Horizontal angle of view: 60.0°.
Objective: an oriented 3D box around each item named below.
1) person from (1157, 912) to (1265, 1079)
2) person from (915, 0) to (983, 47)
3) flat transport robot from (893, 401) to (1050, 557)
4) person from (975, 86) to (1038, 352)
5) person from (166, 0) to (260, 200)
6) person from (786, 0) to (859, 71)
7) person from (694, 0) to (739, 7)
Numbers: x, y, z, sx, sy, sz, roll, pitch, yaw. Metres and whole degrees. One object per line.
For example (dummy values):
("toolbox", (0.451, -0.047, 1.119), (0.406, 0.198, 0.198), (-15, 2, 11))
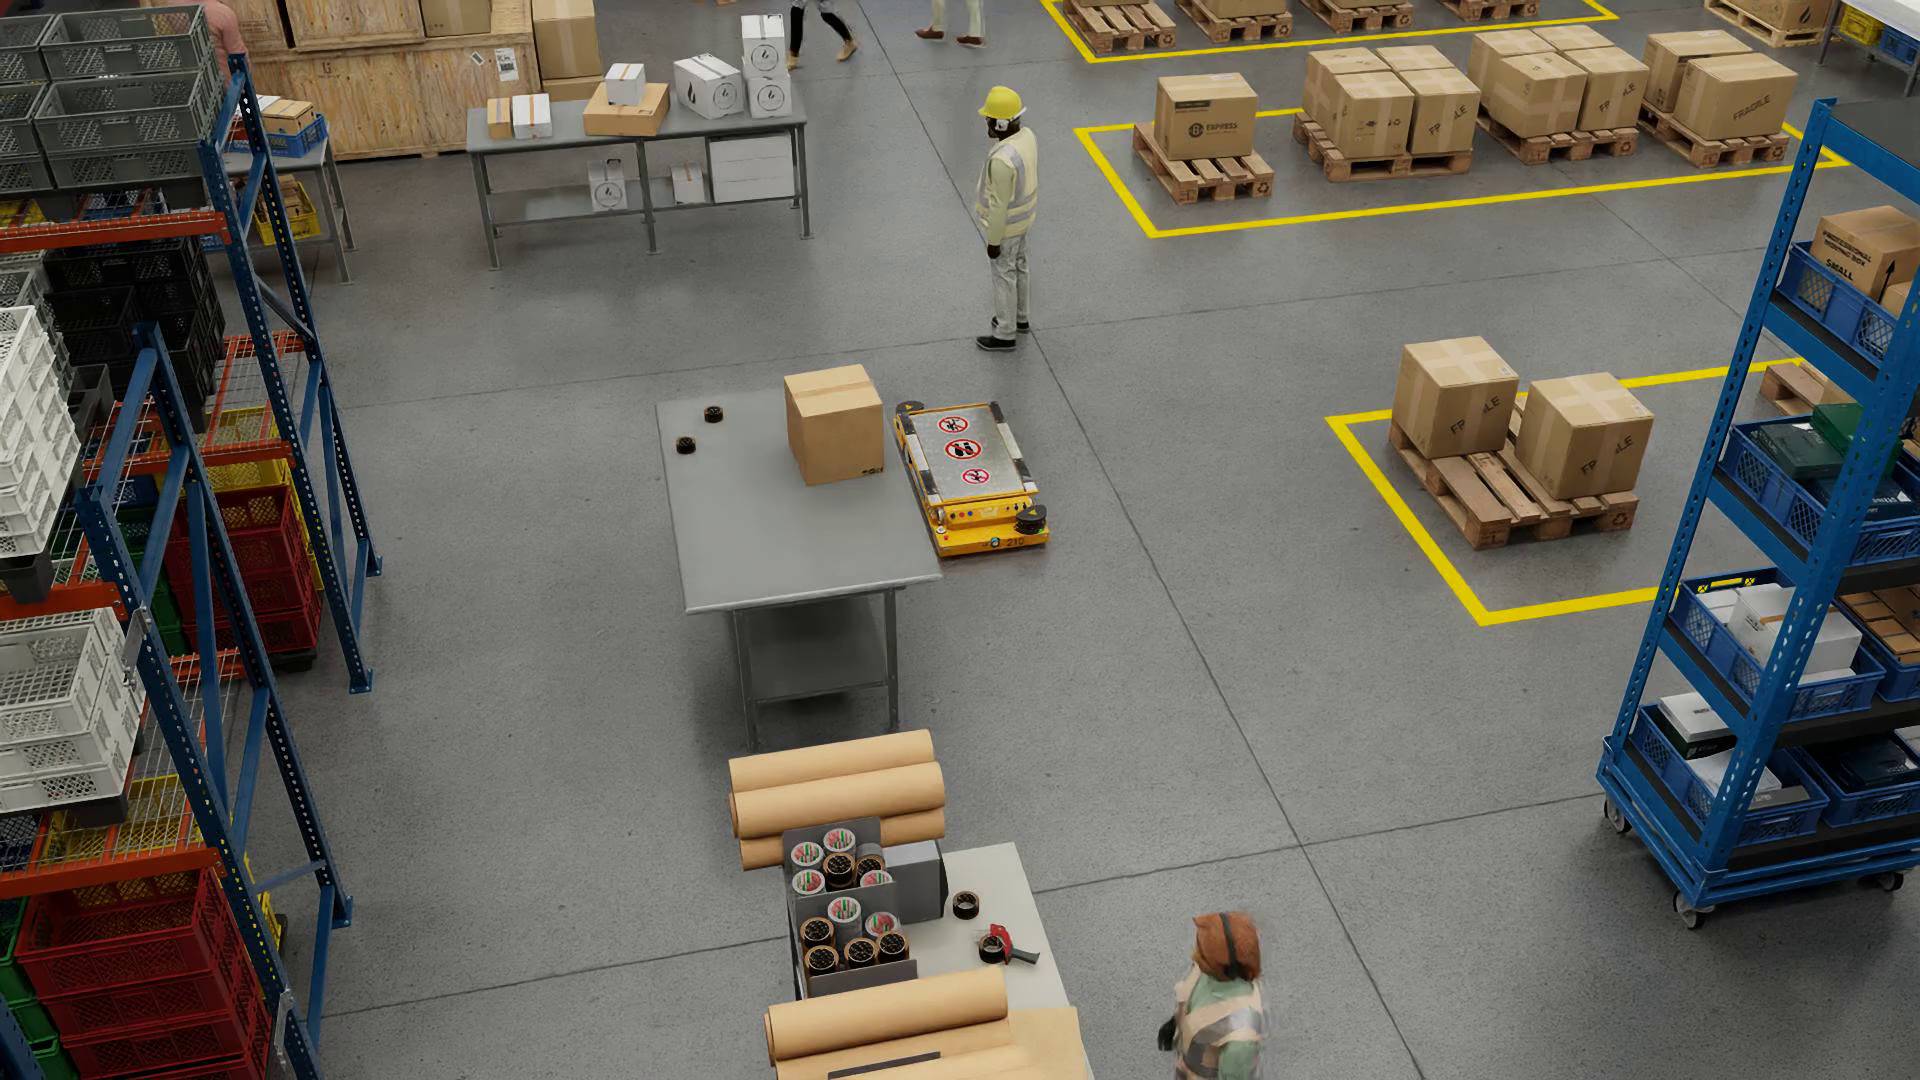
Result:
("person", (0.883, 1.889, 5.863), (0.491, 1.625, 0.527), (-1, 37, -2))
("person", (-0.115, -5.627, 15.793), (0.821, 1.829, 0.559), (20, 41, 25))
("flat transport robot", (0.046, -0.430, 10.108), (0.652, 0.197, 1.431), (-8, 37, -10))
("person", (0.304, -2.145, 11.123), (0.403, 1.823, 0.595), (12, 38, 16))
("person", (-5.761, -3.613, 13.039), (0.637, 1.900, 0.399), (13, 39, 17))
("person", (-1.331, -5.183, 15.346), (0.842, 1.663, 0.540), (-27, 44, -31))
("person", (-2.563, -6.332, 16.736), (0.624, 1.844, 0.429), (18, 40, 22))
